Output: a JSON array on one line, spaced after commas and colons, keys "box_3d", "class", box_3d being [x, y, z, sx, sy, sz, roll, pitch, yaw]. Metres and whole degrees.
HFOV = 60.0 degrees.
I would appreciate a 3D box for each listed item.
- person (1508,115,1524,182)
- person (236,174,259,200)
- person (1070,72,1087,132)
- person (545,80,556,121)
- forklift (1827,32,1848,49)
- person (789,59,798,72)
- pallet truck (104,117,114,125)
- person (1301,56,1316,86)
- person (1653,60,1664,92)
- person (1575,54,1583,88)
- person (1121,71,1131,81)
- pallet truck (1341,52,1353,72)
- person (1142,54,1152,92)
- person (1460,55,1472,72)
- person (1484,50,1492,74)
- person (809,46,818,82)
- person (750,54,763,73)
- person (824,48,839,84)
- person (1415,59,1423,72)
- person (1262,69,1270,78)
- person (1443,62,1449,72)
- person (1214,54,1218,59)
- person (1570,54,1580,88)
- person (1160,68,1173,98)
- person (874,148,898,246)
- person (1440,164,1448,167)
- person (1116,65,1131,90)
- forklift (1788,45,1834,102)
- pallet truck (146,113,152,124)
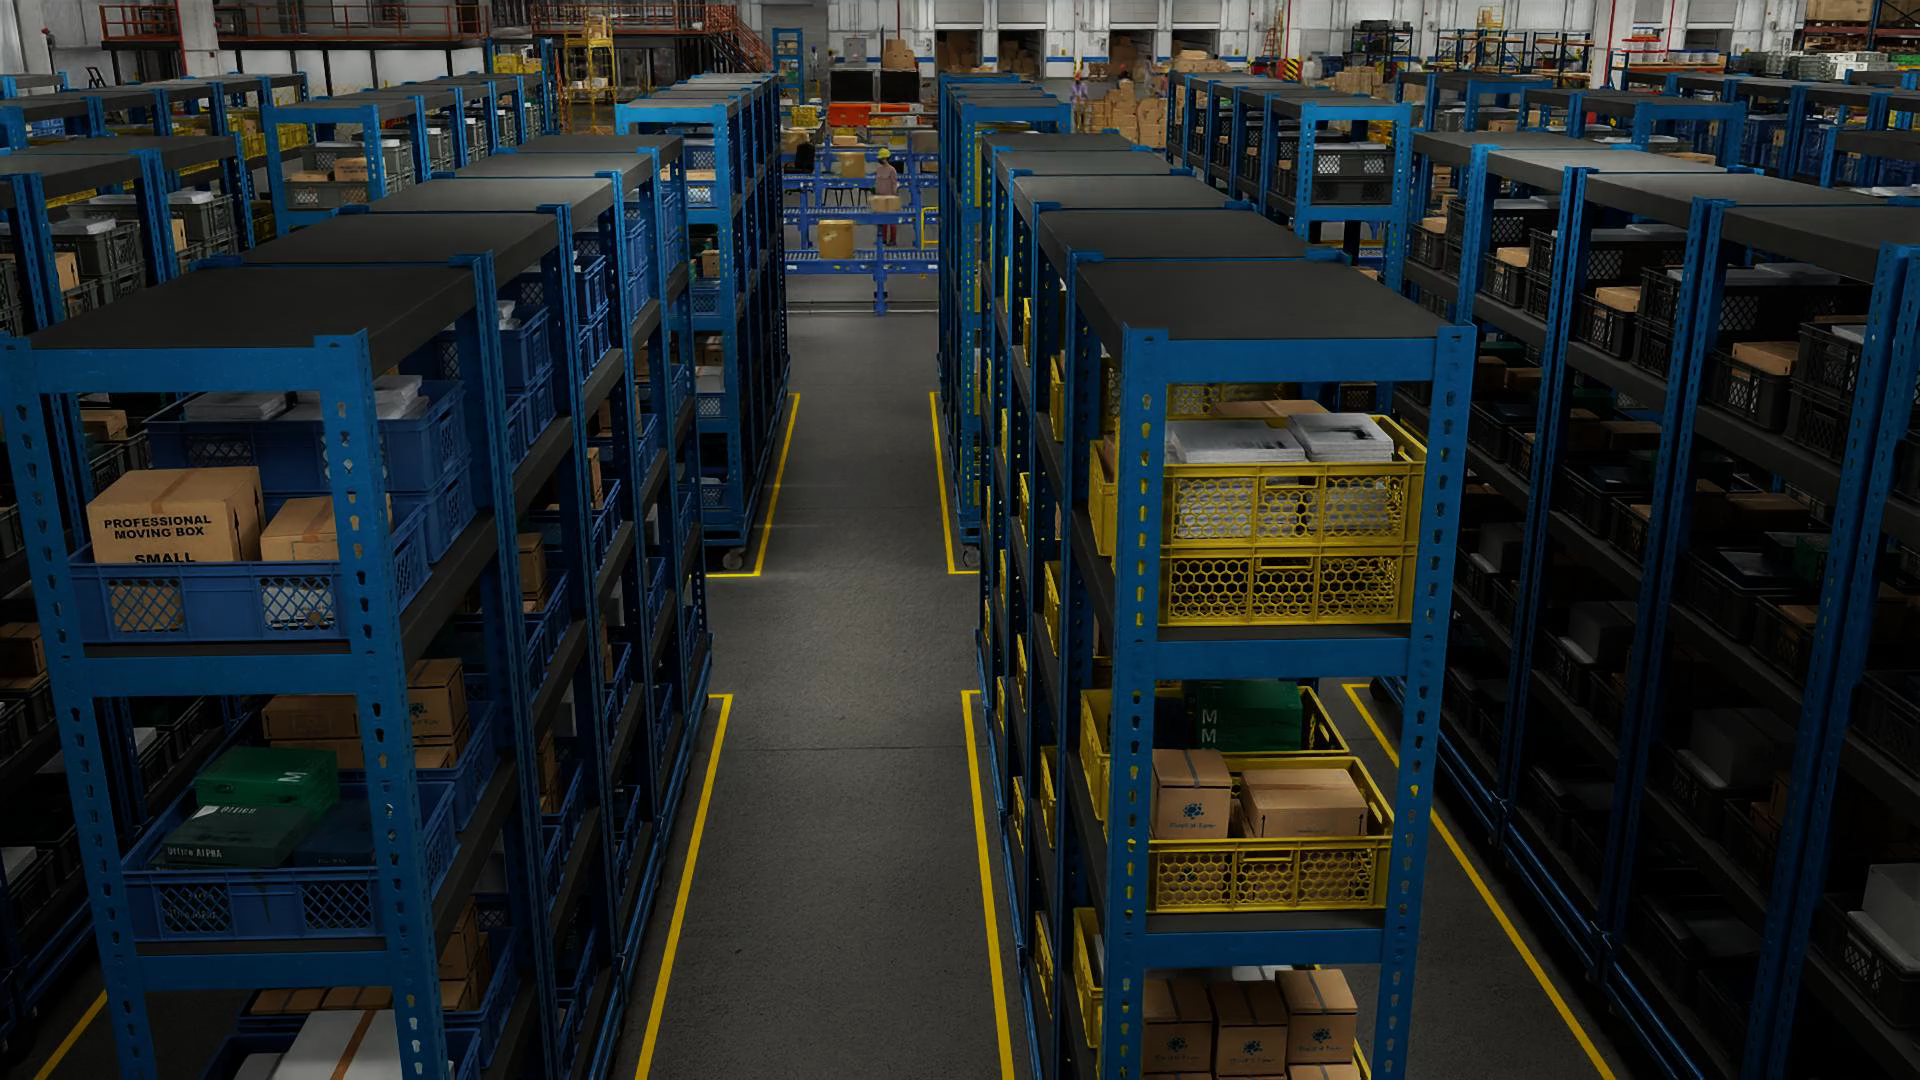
[{"box_3d": [13.073, -9.013, 38.886, 0.608, 1.804, 0.664, 1, 18, 3], "class": "person"}, {"box_3d": [-11.043, -4.776, 25.738, 0.523, 1.819, 0.614, 10, 20, 29], "class": "person"}, {"box_3d": [4.113, -15.151, 57.536, 0.630, 2.017, 0.838, 3, 18, 10], "class": "person"}, {"box_3d": [-15.490, -16.698, 62.533, 0.353, 1.883, 0.572, 14, 23, 37], "class": "person"}, {"box_3d": [46.023, -25.321, 87.619, 1.129, 2.768, 1.873, -1, 18, -2], "class": "forklift"}, {"box_3d": [-9.014, -25.784, 90.565, 0.552, 1.933, 0.374, -2, 18, -7], "class": "person"}, {"box_3d": [-18.367, -7.885, 35.078, 1.885, 1.965, 0.823, 1, 18, 2], "class": "pallet truck"}, {"box_3d": [16.545, -22.025, 79.022, 0.674, 1.896, 0.636, -4, 18, -12], "class": "person"}, {"box_3d": [30.162, -19.736, 71.799, 0.366, 1.967, 0.602, -9, 20, -26], "class": "person"}, {"box_3d": [30.931, -23.315, 83.098, 0.458, 1.829, 0.502, 3, 18, 10], "class": "person"}, {"box_3d": [6.340, -16.822, 62.980, 0.564, 1.837, 0.845, 17, 24, 42], "class": "person"}, {"box_3d": [18.794, -23.123, 82.231, 0.823, 1.965, 1.885, -13, 22, -35], "class": "pallet truck"}, {"box_3d": [9.579, -23.477, 83.628, 0.896, 1.802, 0.662, -1, 18, -3], "class": "person"}, {"box_3d": [23.889, -21.933, 78.674, 0.380, 1.918, 0.596, -15, 23, -38], "class": "person"}, {"box_3d": [27.519, -24.623, 87.009, 0.545, 1.909, 0.550, -1, 18, -4], "class": "person"}, {"box_3d": [-8.264, -26.913, 94.038, 0.615, 1.945, 0.404, -16, 24, -41], "class": "person"}, {"box_3d": [-10.456, -24.095, 85.539, 0.632, 1.815, 0.799, -6, 19, -18], "class": "person"}, {"box_3d": [-7.103, -26.248, 92.072, 0.962, 1.890, 0.594, -11, 21, -30], "class": "person"}, {"box_3d": [20.421, -20.415, 73.998, 0.450, 1.914, 0.706, 5, 19, 16], "class": "person"}, {"box_3d": [11.205, -16.230, 60.832, 1.015, 2.000, 0.678, 11, 21, 30], "class": "person"}, {"box_3d": [21.901, -20.683, 75.103, 0.320, 1.734, 0.484, 7, 19, 22], "class": "person"}, {"box_3d": [13.495, -24.758, 87.772, 0.317, 1.695, 0.540, 1, 18, 2], "class": "person"}, {"box_3d": [29.632, -22.413, 80.169, 0.374, 1.929, 0.616, 12, 21, 32], "class": "person"}, {"box_3d": [8.395, -18.265, 67.592, 0.545, 1.749, 0.386, -1, 18, -4], "class": "person"}, {"box_3d": [-1.376, -6.292, 30.521, 0.533, 1.765, 0.329, 17, 25, 42], "class": "person"}, {"box_3d": [12.033, -9.718, 41.271, 0.549, 1.668, 0.694, 1, 18, 2], "class": "person"}, {"box_3d": [6.545, -17.930, 66.276, 0.631, 1.937, 1.038, 13, 22, 36], "class": "person"}, {"box_3d": [31.326, -16.664, 60.830, 1.129, 2.768, 1.873, -1, 18, -2], "class": "forklift"}, {"box_3d": [-18.087, -8.309, 36.390, 1.885, 1.965, 0.823, -1, 18, -4], "class": "pallet truck"}]
